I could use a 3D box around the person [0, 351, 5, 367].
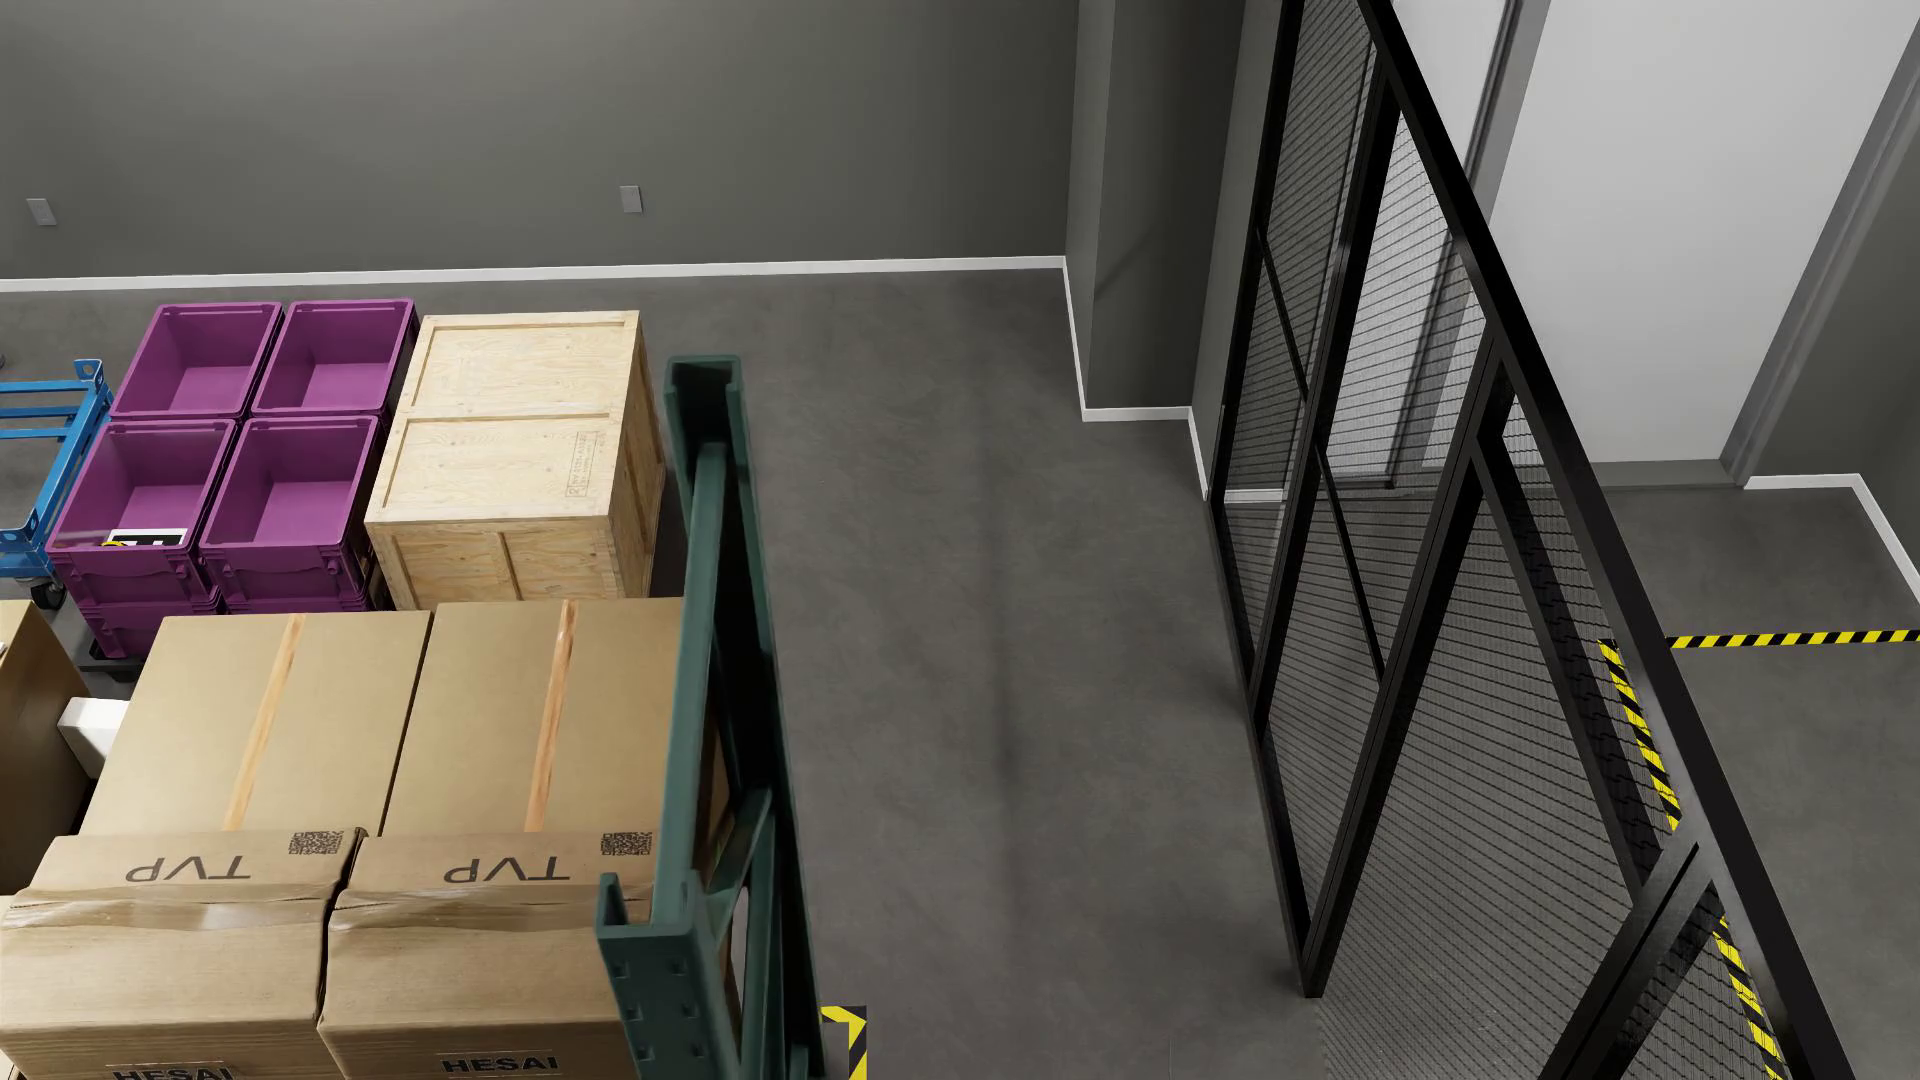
[{"bbox_3d":[-4.038,-1.269,5.968,0.372,1.940,0.631,-4,46,-3],"label":"person"}]
